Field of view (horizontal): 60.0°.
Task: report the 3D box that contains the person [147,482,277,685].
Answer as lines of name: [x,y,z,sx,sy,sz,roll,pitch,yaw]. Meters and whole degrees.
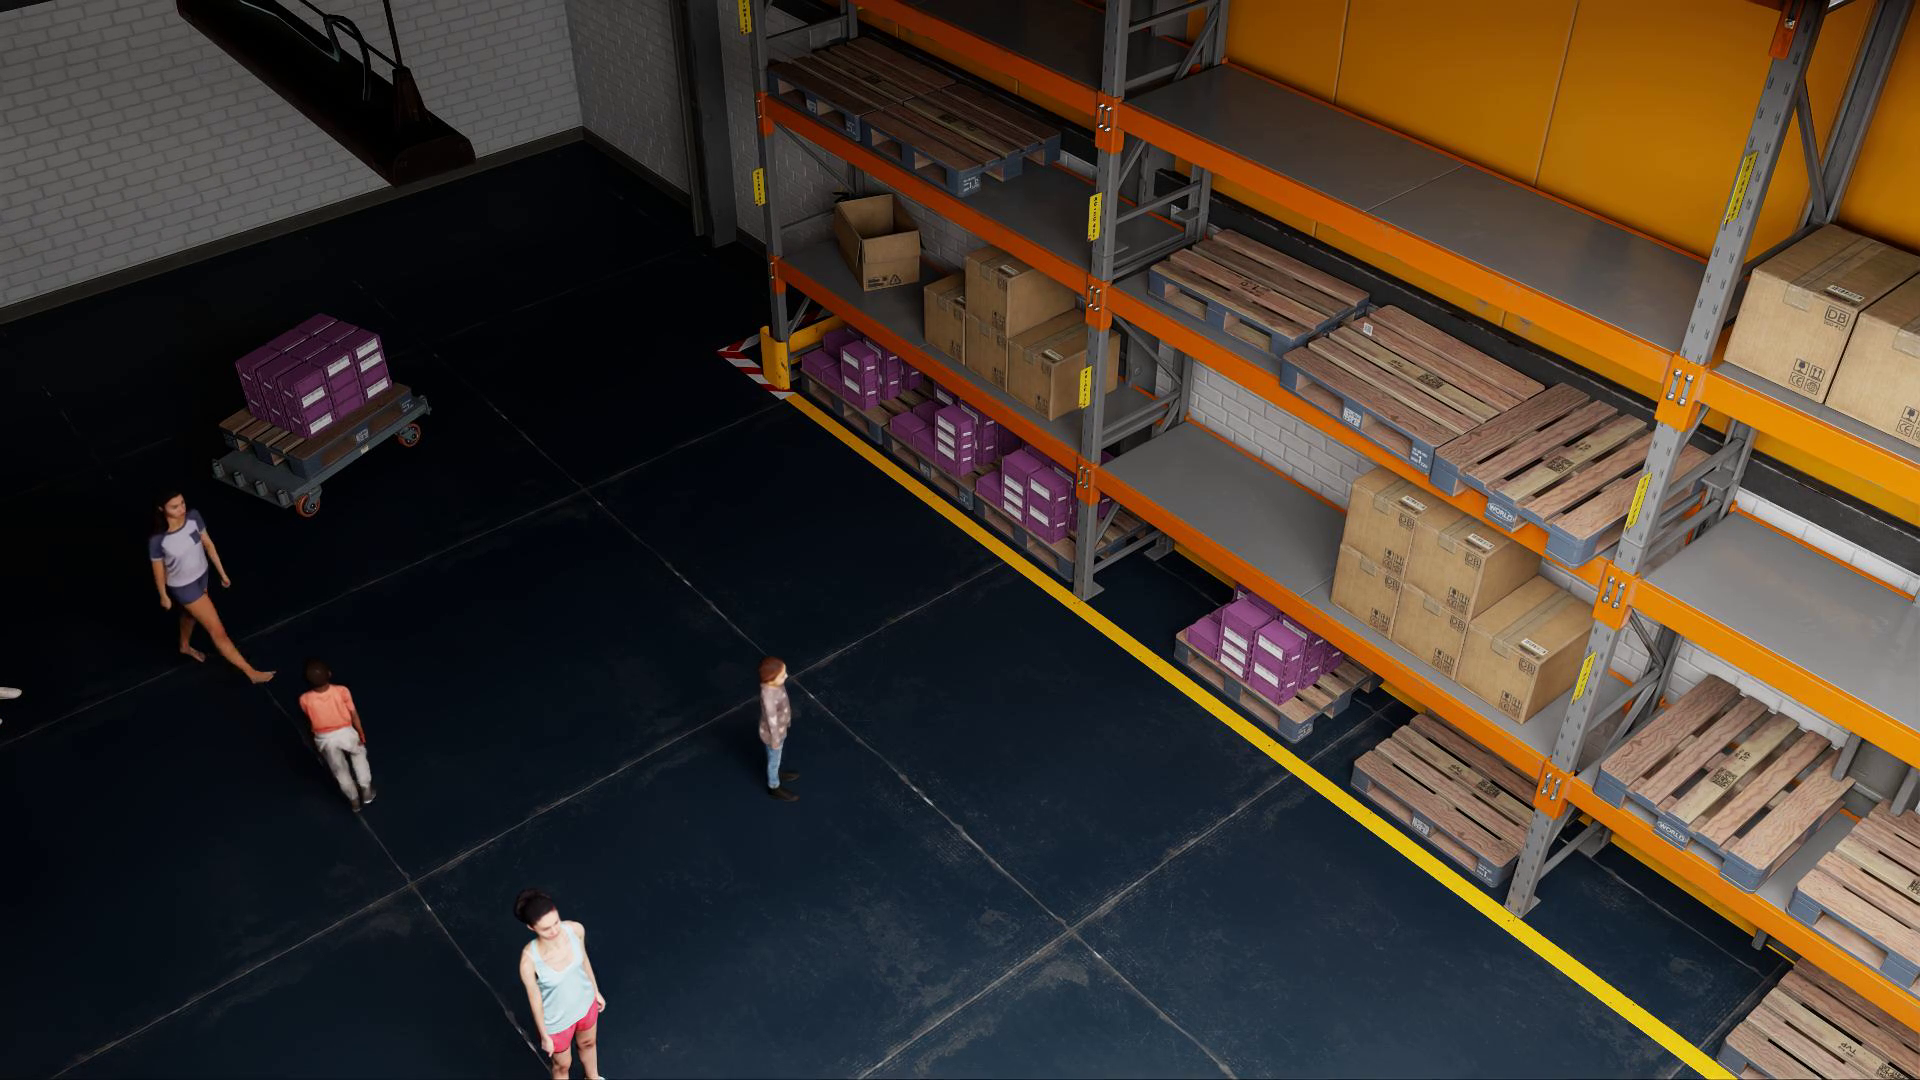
person: [-5.499,0.293,11.768,1.238,1.671,0.979,15,41,18]

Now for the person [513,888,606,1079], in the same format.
person: [-2.111,2.518,8.906,0.645,1.765,0.629,26,45,29]

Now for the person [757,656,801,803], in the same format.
person: [-1.230,1.222,10.988,0.618,1.194,0.544,0,39,-1]

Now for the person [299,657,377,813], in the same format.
person: [-4.043,1.304,10.798,0.539,1.301,0.566,-14,41,-17]
